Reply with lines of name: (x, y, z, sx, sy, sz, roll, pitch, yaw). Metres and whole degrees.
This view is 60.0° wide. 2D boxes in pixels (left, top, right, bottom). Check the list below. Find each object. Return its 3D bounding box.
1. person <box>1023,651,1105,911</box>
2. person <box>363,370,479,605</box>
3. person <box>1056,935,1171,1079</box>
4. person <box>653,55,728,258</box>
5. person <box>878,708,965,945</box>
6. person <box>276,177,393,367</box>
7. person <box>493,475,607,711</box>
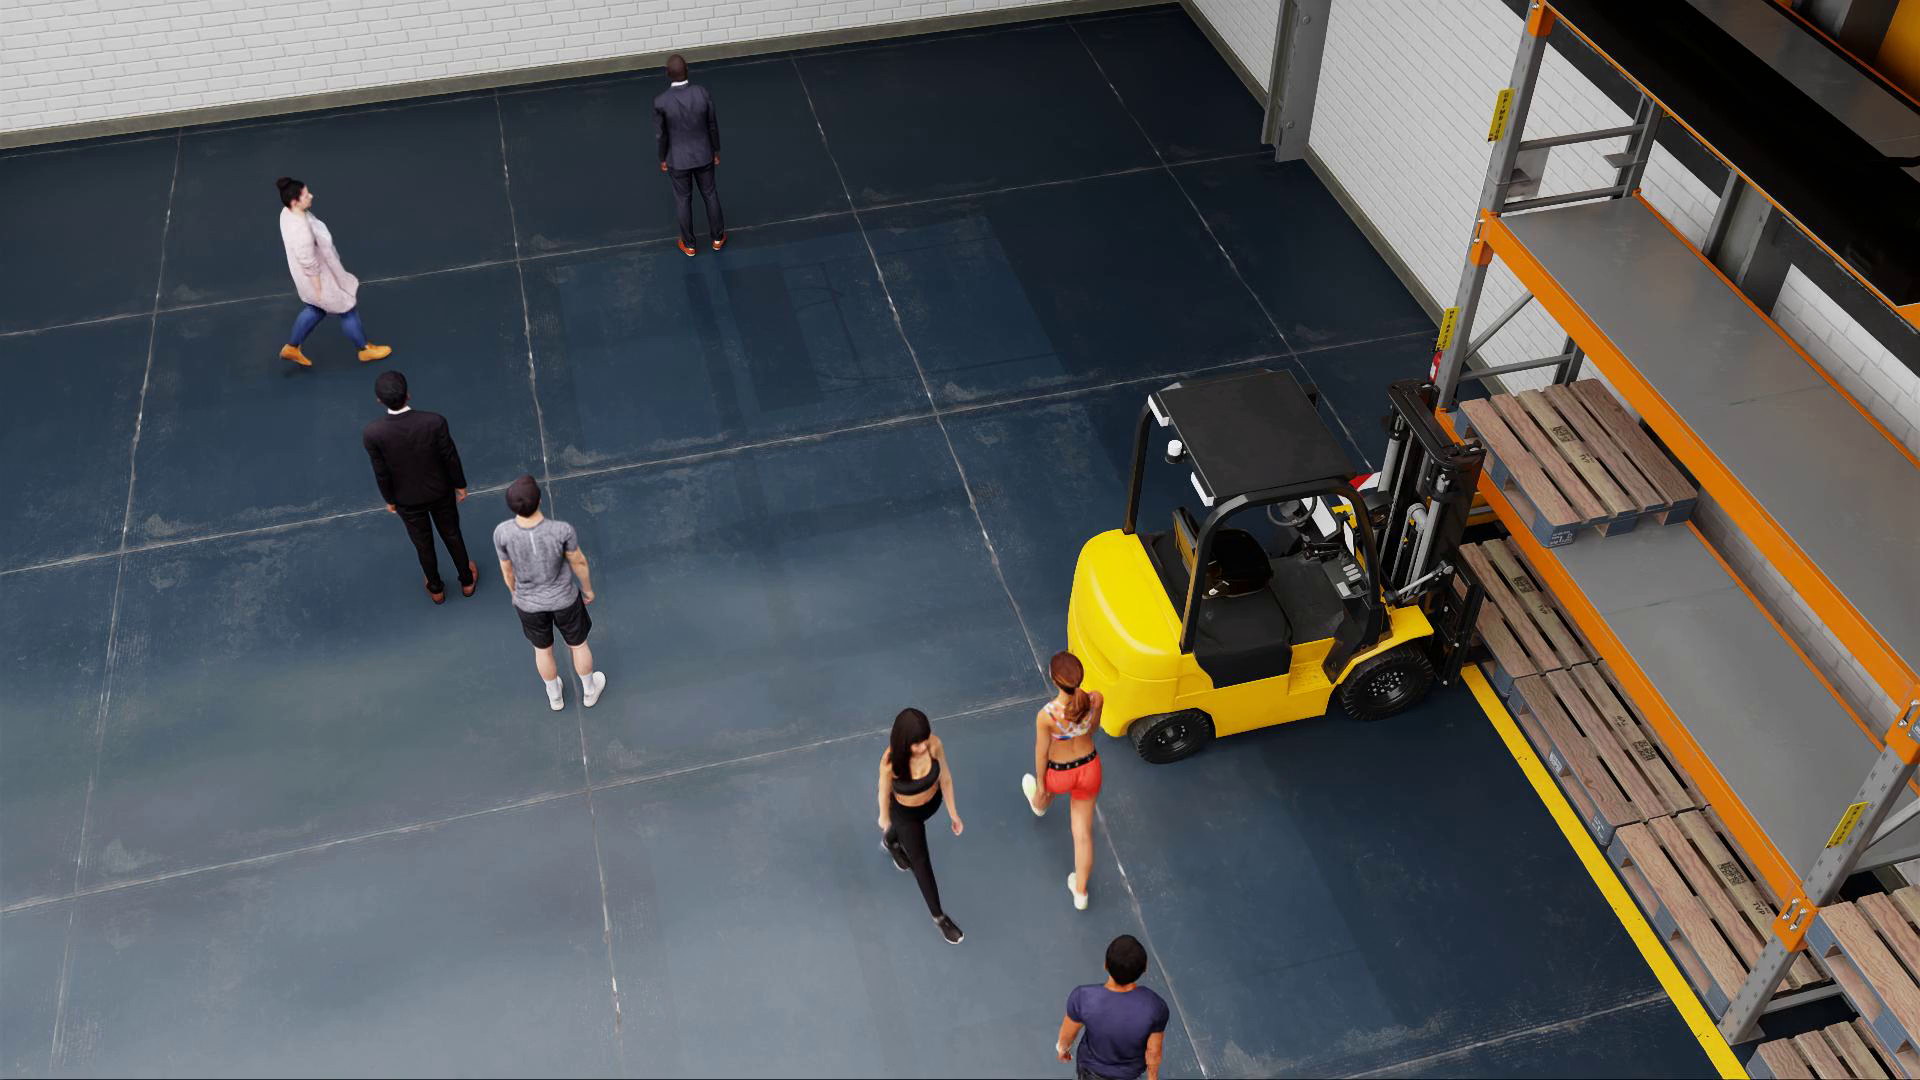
person: (0.647, 1.362, 9.249, 0.583, 1.741, 1.156, -11, 45, -11)
person: (-3.534, -0.330, 10.926, 0.702, 1.879, 0.577, -15, 46, -15)
person: (0.723, 2.584, 7.965, 0.874, 1.743, 1.257, -1, 44, -2)
person: (-2.270, -3.231, 14.010, 0.684, 1.826, 0.590, -11, 45, -12)
person: (-0.291, 1.432, 9.282, 0.807, 1.594, 1.167, -26, 49, -25)
person: (-5.041, -2.029, 12.826, 0.900, 1.718, 1.070, -21, 47, -21)
person: (-2.538, 0.343, 10.224, 0.690, 1.871, 0.592, -4, 44, -4)
